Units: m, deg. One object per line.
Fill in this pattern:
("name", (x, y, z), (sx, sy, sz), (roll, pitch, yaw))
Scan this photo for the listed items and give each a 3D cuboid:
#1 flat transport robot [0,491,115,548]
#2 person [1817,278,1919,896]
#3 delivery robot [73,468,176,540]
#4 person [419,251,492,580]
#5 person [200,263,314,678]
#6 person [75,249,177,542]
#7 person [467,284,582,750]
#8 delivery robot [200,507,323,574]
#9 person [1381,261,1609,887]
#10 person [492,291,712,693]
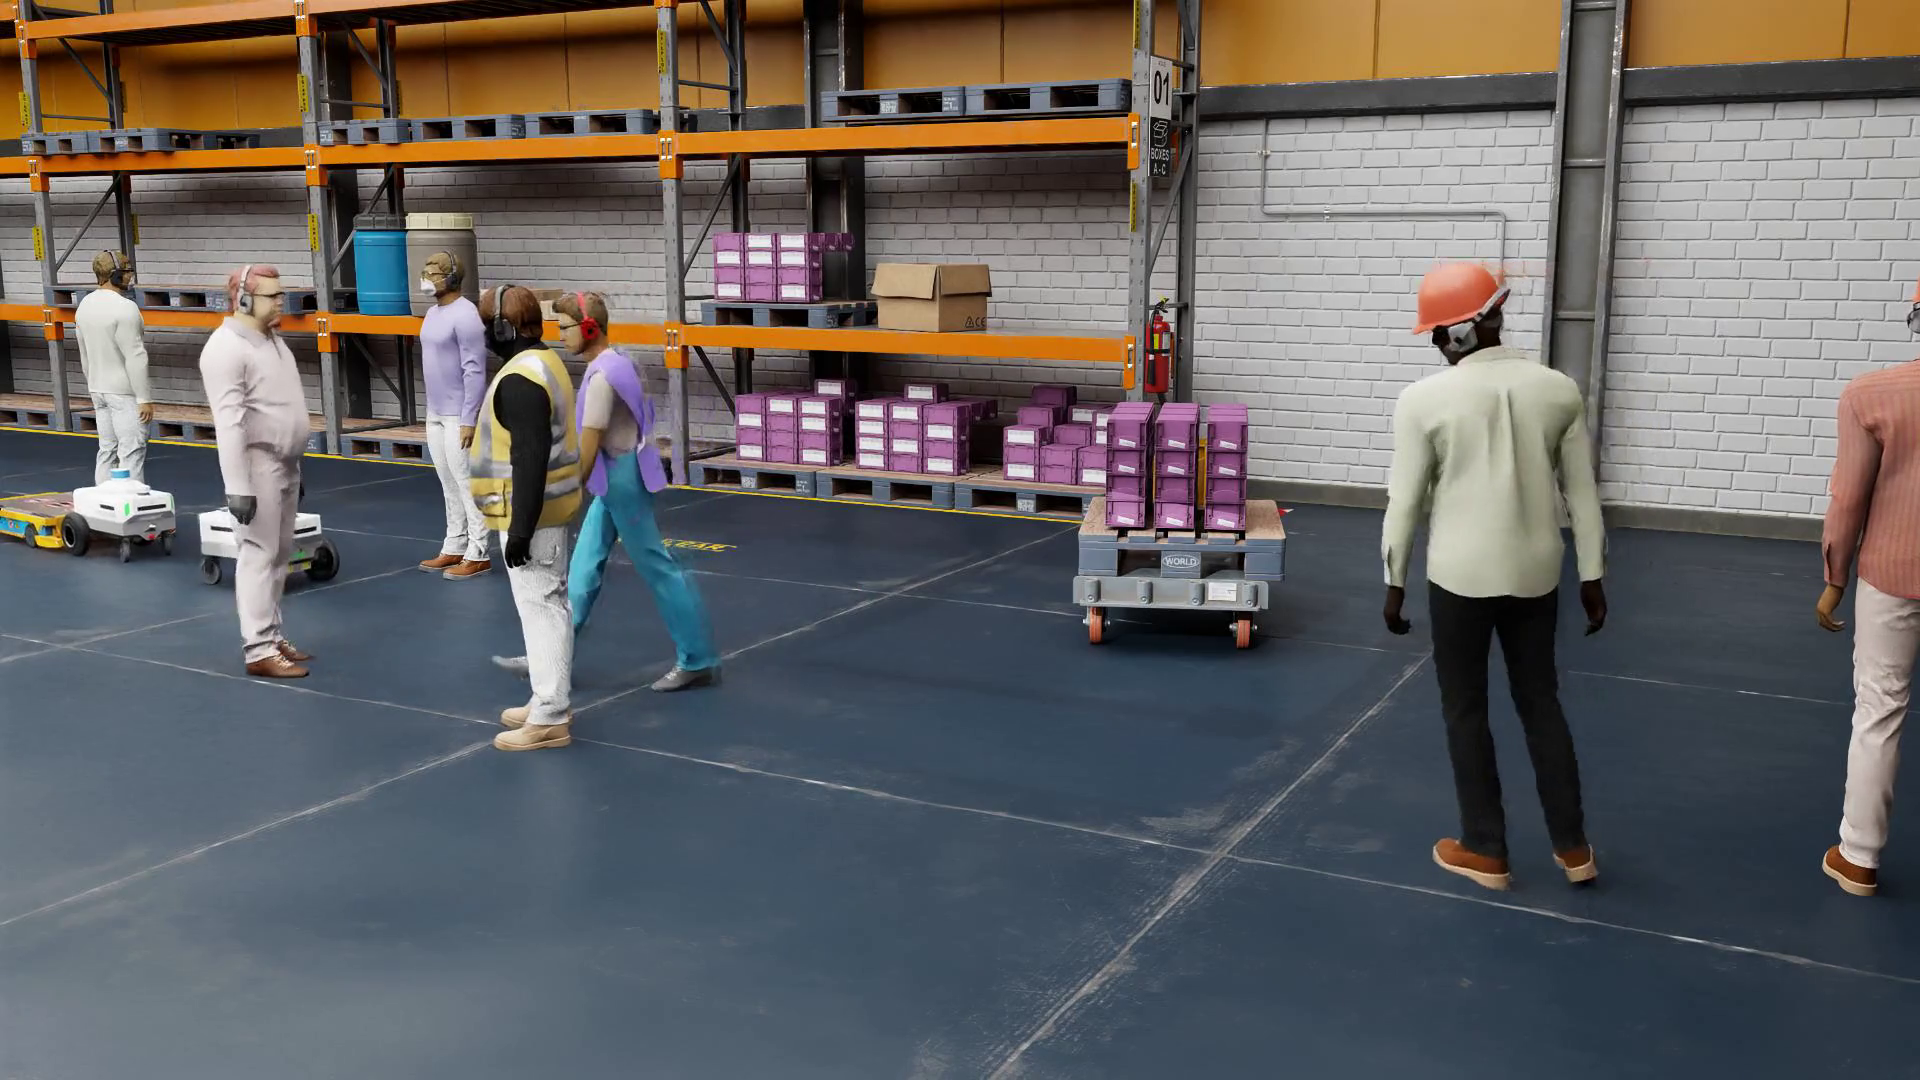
("flat transport robot", (-6.127, -0.154, 11.269), (1.431, 0.197, 0.652), (8, 13, 36))
("person", (2.946, 0.118, 5.051), (0.611, 1.996, 0.379), (4, 11, 19))
("delivery robot", (-5.300, -0.211, 10.546), (0.707, 0.478, 0.477), (8, 13, 36))
("person", (-3.017, -0.737, 9.896), (0.372, 1.940, 0.630), (-9, 14, -40))
("person", (-3.210, -0.320, 7.712), (0.403, 1.908, 0.651), (0, 10, -1))
("person", (-5.593, -0.955, 11.091), (0.628, 1.940, 0.373), (7, 12, 32))
("person", (-1.722, -0.087, 6.612), (0.430, 1.838, 0.624), (-1, 10, -7))
("delivery robot", (-4.067, -0.051, 9.670), (0.707, 0.478, 0.477), (5, 11, 25))
("person", (1.656, 0.108, 5.236), (0.658, 1.945, 0.510), (-1, 10, -6))
("person", (-1.569, -0.189, 7.306), (0.987, 1.775, 0.601), (-3, 11, -14))
